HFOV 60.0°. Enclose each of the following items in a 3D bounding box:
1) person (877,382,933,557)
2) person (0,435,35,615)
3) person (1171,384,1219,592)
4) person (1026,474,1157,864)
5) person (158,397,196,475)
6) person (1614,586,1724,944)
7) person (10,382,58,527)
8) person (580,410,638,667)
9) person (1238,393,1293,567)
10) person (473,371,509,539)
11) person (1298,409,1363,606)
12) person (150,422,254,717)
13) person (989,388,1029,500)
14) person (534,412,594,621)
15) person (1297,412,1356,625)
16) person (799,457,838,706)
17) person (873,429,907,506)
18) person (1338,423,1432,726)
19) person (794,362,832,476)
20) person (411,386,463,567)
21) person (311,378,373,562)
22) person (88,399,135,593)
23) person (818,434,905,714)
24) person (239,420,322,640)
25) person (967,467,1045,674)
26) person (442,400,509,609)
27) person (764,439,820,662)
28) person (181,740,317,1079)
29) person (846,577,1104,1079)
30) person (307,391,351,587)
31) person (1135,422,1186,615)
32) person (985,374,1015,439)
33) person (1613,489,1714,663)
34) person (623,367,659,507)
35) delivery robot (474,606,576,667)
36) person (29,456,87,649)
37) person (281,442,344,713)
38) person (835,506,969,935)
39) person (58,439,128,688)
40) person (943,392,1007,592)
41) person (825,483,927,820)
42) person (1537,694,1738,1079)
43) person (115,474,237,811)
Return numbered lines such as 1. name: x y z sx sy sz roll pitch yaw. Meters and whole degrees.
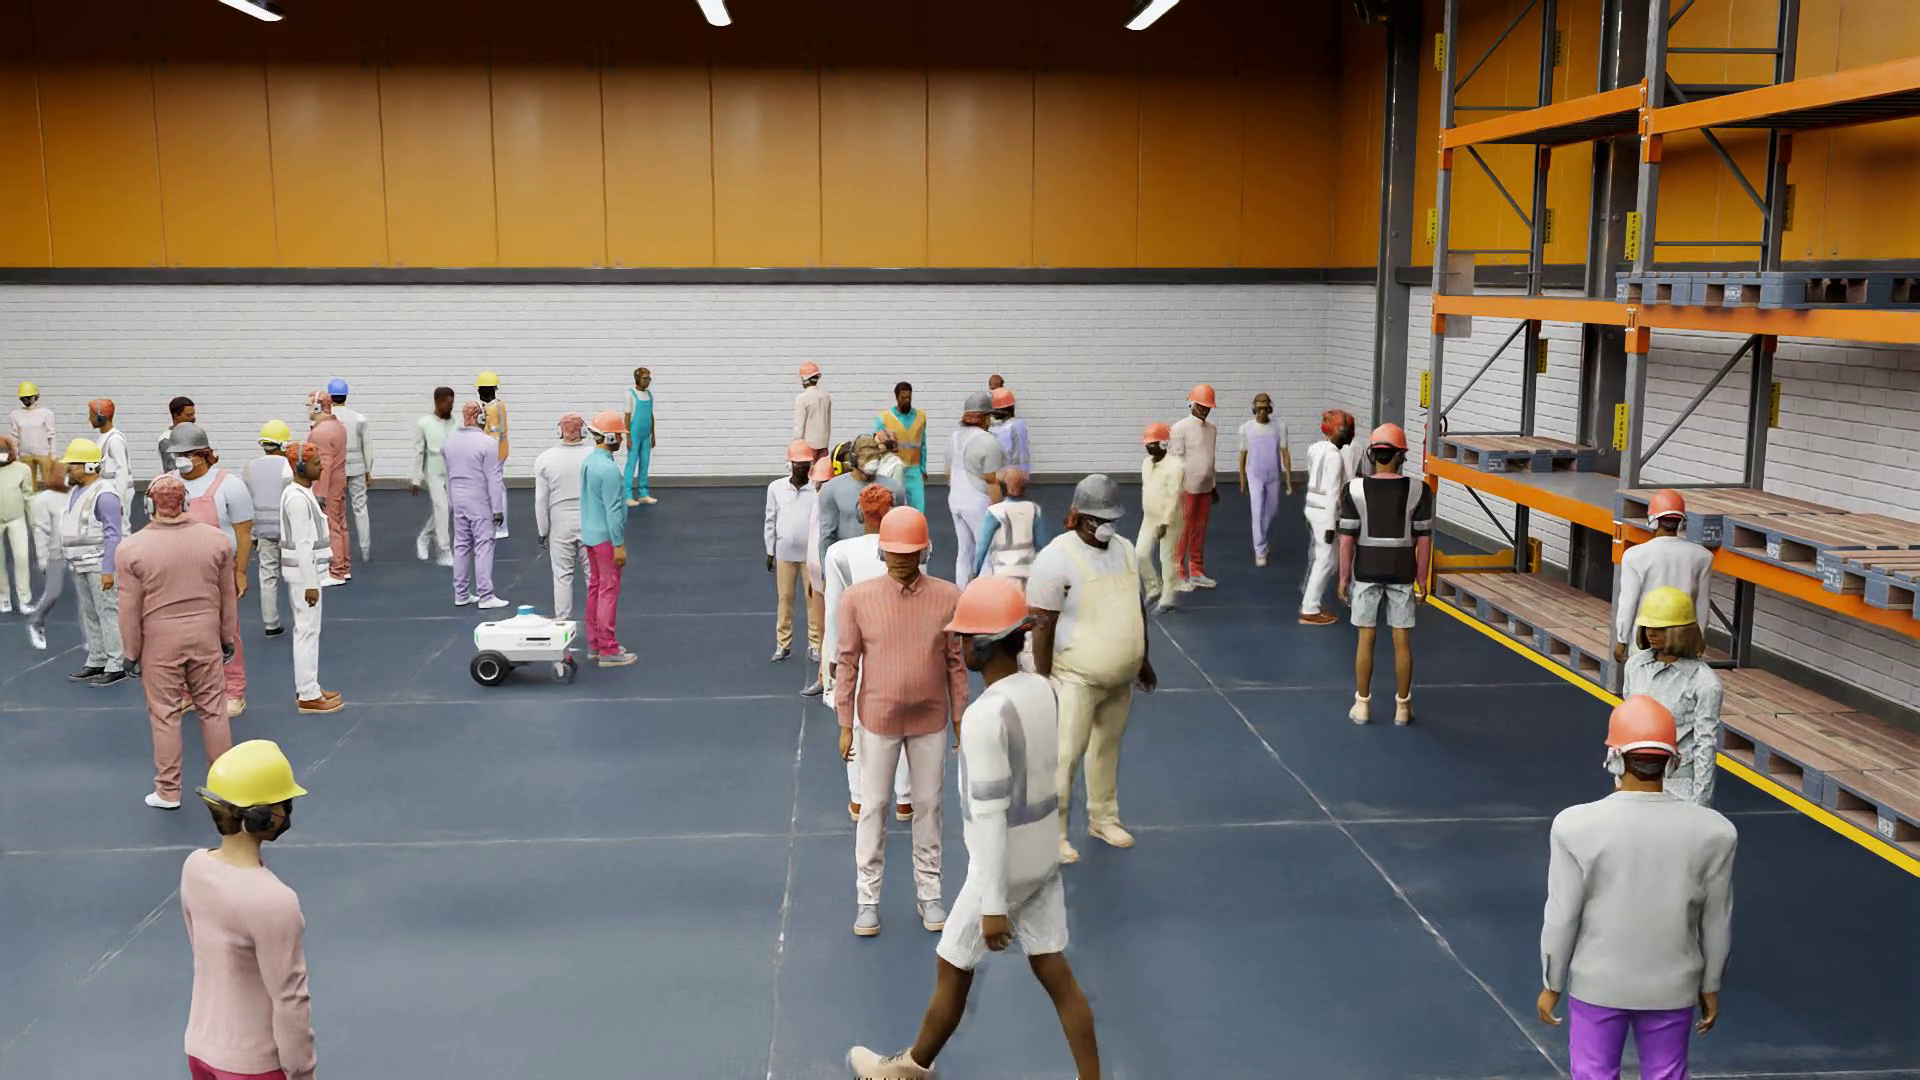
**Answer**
1. person: -0.564 -0.736 17.728 0.637 1.886 0.808 -5 10 -27
2. person: -8.468 -0.124 14.755 0.530 1.604 0.714 -6 11 -35
3. person: 2.280 -0.506 16.010 0.611 1.985 0.393 -8 12 -43
4. person: 0.711 0.641 8.632 0.714 2.000 0.538 -8 12 -40
5. person: -7.175 -0.365 15.341 0.374 1.915 0.596 -1 9 -6
6. person: 2.969 1.048 7.048 0.343 1.736 0.484 -5 10 -27
7. person: -11.089 -1.017 19.934 0.526 1.760 0.346 -1 9 -5
8. person: -2.741 -0.016 12.943 0.406 1.986 0.618 -5 10 -30
9. person: 3.200 -0.659 17.532 0.565 1.816 0.862 0 9 2
10. person: -5.375 -0.972 19.116 0.366 1.926 0.592 -2 9 -12
11. person: 3.462 -0.304 15.354 0.591 1.798 0.982 -2 9 -13
12. person: -5.206 0.209 11.345 0.688 2.000 0.539 0 9 1
13. person: 0.494 -0.572 16.661 0.436 1.915 0.628 3 10 19
14. person: -3.171 -0.103 13.744 0.651 1.900 0.409 -3 9 -16
15. person: 3.171 -0.191 14.462 0.477 1.856 0.582 1 9 3
16. person: -0.930 0.284 11.769 0.328 1.752 0.572 -6 11 -34
17. person: -0.645 -0.205 15.243 0.318 1.630 0.512 -5 10 -29
18. person: 2.851 0.235 11.196 0.605 2.037 0.394 2 9 12
19. person: -1.791 -1.154 20.098 0.403 1.987 0.608 6 11 33
20. person: -5.497 -0.687 17.471 0.859 1.877 0.615 6 11 34
21. person: -6.479 -0.719 17.460 0.605 1.948 0.405 -6 11 -32
22. person: -7.933 -0.386 15.580 0.361 1.882 0.575 -7 11 -37
23. person: -0.672 0.231 11.532 0.627 1.939 0.373 -3 10 -19
24. person: -5.629 -0.080 13.806 0.586 1.835 0.403 1 9 6
25. person: 0.372 0.256 12.430 0.523 1.595 0.846 -8 12 -40
26. person: -4.393 -0.322 15.146 0.646 1.901 0.394 5 10 29
27. person: -1.256 0.087 13.001 0.562 1.753 0.325 1 9 5
28. person: -1.952 1.419 4.638 0.518 1.756 0.344 7 11 36
29. person: 0.109 1.112 5.851 1.044 1.984 0.643 5 10 28
30. person: -6.191 -0.501 16.225 0.403 1.906 0.651 -1 9 -6
31. person: 1.760 -0.185 14.793 0.442 1.728 0.553 -7 11 -37
32. person: 0.512 -1.504 23.360 0.515 1.639 0.314 0 9 3
33. person: 4.206 0.565 10.010 0.573 1.749 0.343 -1 9 -4
34. person: -4.198 -1.353 21.838 0.370 1.833 0.520 6 11 35
35. delivery robot: -3.237 0.733 12.410 0.707 0.478 0.477 -1 9 -3
36. person: -7.209 0.112 13.339 0.819 1.599 0.511 5 10 29
37. person: -4.519 0.256 11.540 0.344 1.882 0.585 -4 10 -22
38. person: -0.258 0.825 7.629 0.622 1.990 0.394 -2 9 -10
39. person: -6.400 0.166 12.266 0.588 1.834 0.403 7 12 39
40. person: 0.215 -0.285 14.448 0.538 2.000 0.779 -7 11 -36
41. person: -0.456 0.624 9.224 0.575 1.886 0.361 1 9 5
42. person: 2.071 1.340 5.151 0.573 1.746 0.346 1 9 3
43. person: -4.448 0.576 9.462 0.643 1.909 0.411 -9 13 -44
